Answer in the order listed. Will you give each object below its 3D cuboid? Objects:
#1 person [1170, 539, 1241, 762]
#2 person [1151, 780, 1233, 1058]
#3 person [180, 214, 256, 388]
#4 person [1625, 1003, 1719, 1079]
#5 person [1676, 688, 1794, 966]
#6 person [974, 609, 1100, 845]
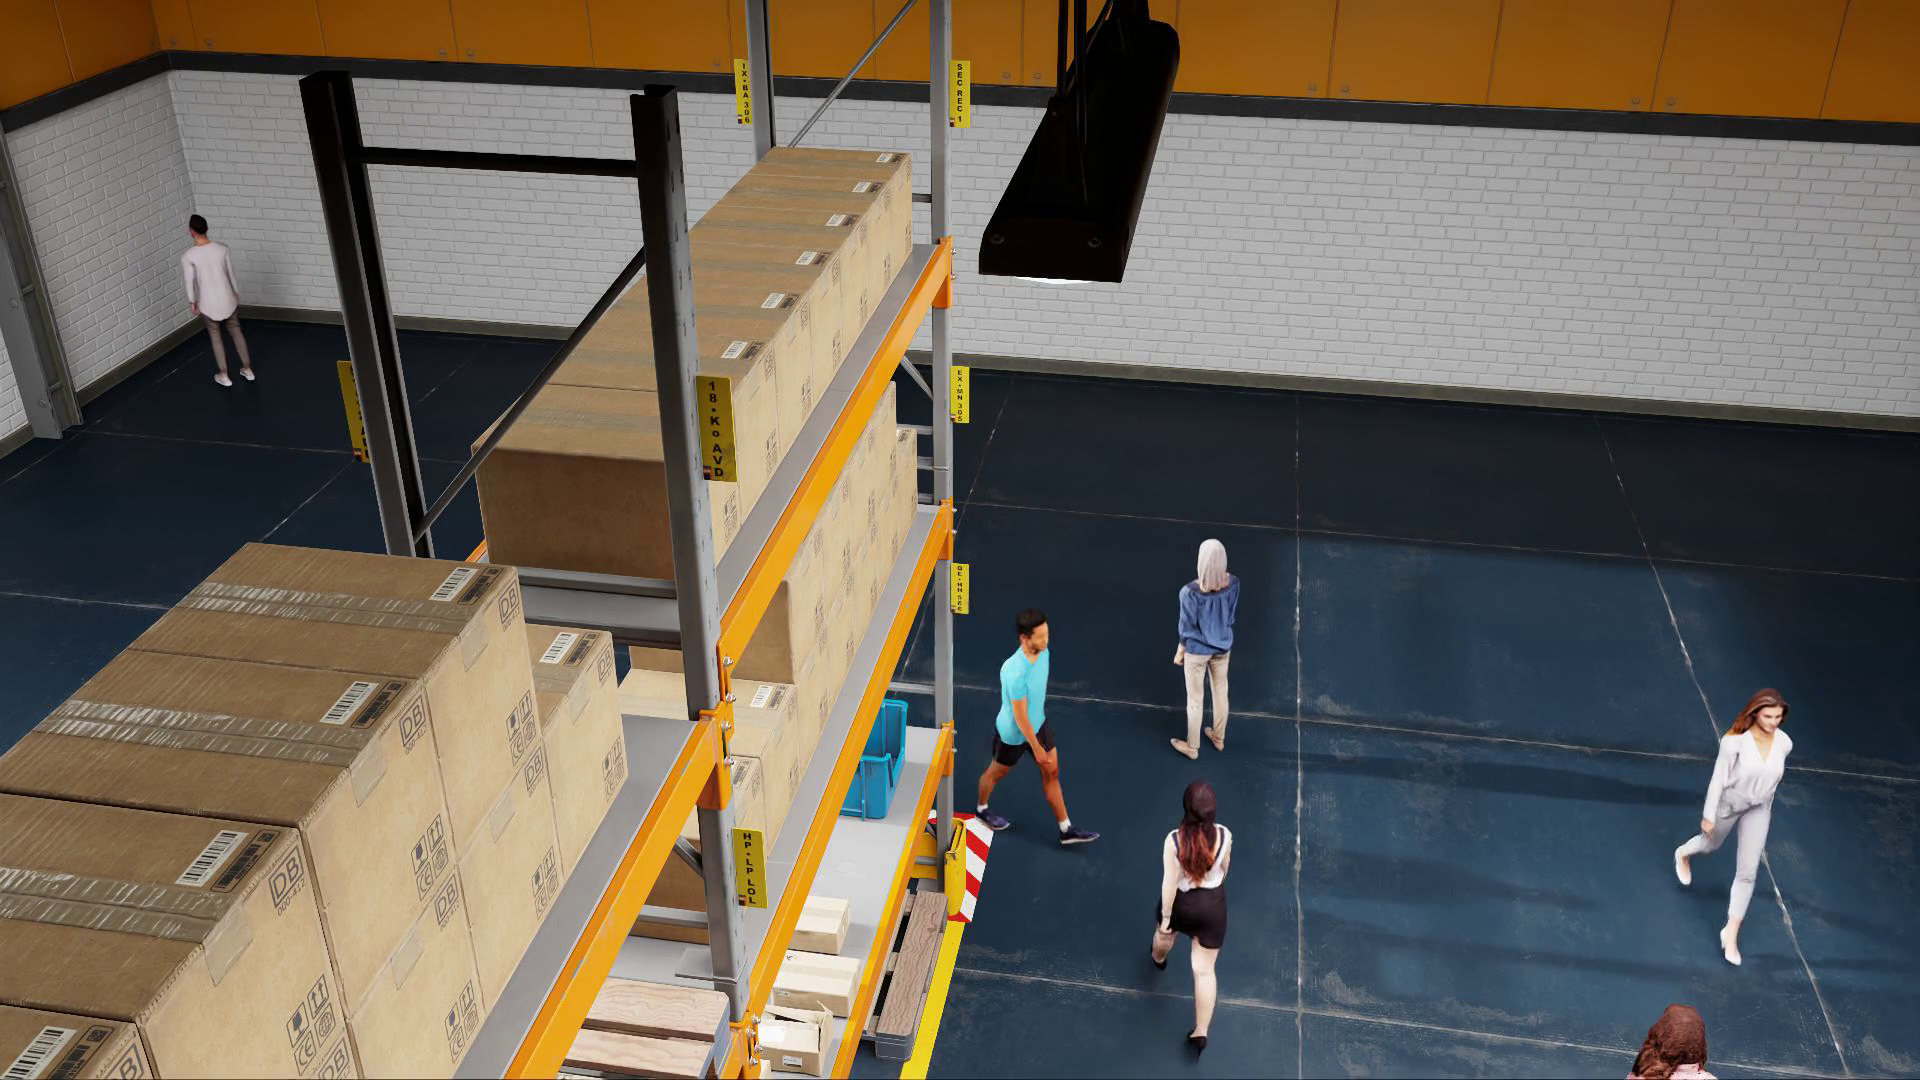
[{"bbox_3d":[1.711,0.754,11.519,0.711,1.696,0.744,-13,31,-22],"label":"person"},{"bbox_3d":[1.312,2.105,9.145,0.816,1.598,1.162,-5,29,-8],"label":"person"},{"bbox_3d":[-7.753,-2.516,17.364,0.718,1.841,0.806,-23,36,-36],"label":"person"},{"bbox_3d":[3.121,2.906,7.488,0.621,1.778,0.794,7,29,12],"label":"person"},{"bbox_3d":[4.592,1.597,9.943,0.751,1.726,1.161,-1,29,-1],"label":"person"},{"bbox_3d":[0.306,1.207,10.657,0.967,1.727,1.130,18,33,29],"label":"person"}]
